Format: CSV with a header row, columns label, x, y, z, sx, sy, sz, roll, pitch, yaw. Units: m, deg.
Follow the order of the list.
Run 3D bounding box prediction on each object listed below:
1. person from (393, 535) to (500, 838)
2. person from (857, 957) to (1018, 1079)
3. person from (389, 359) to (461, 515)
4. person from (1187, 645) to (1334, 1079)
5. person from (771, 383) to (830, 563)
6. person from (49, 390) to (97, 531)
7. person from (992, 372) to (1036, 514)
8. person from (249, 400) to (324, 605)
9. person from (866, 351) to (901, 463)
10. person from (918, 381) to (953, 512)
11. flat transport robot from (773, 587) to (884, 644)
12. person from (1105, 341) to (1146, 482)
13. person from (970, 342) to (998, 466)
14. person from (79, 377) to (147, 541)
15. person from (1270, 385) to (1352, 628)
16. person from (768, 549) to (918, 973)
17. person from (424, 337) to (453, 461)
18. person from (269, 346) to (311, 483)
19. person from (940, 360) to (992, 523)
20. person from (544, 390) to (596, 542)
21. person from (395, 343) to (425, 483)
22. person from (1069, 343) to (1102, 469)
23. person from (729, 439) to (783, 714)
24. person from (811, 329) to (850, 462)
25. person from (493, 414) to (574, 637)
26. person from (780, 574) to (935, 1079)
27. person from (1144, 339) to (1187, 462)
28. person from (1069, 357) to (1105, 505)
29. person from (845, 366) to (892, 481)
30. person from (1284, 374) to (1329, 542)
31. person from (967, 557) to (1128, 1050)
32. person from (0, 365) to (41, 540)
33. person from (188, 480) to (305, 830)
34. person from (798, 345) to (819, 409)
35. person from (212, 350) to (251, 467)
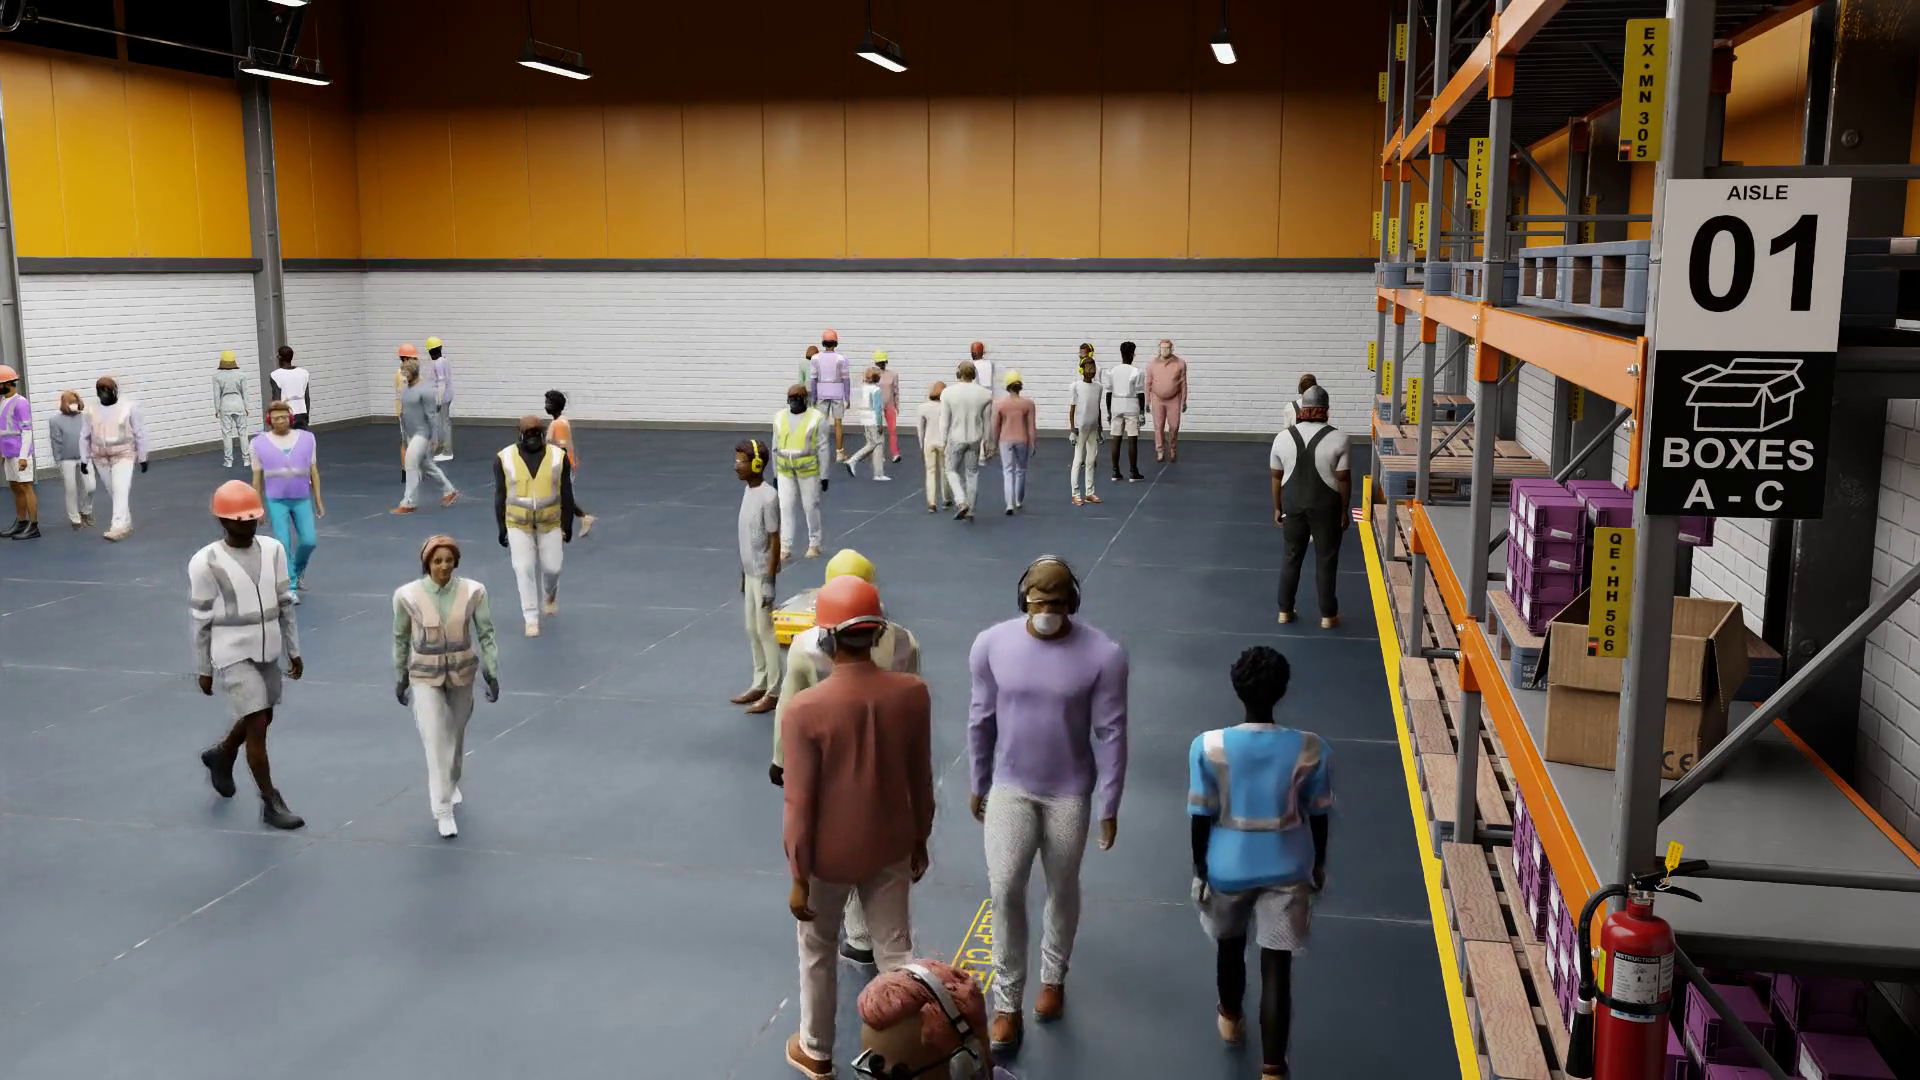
label,x,y,z,sx,sy,sz,roll,pitch,yaw
person,-2.803,0.747,9.078,0.527,1.587,0.886,-5,11,-27
person,0.057,1.611,2.983,0.687,1.879,0.649,6,11,32
person,-6.582,-1.279,20.398,0.631,1.897,0.987,9,13,43
person,1.099,1.207,6.116,0.536,1.654,0.888,1,9,6
person,-1.651,-0.693,17.066,0.639,1.841,0.557,3,10,16
person,-10.045,-0.897,18.898,0.506,1.623,0.354,-9,13,-42
person,0.663,-1.191,20.353,0.526,1.720,0.919,0,9,0
person,-6.033,-0.346,14.918,0.597,1.829,0.525,-6,11,-34
person,-1.139,-2.003,25.235,0.533,1.711,0.894,-3,10,-16
person,-0.265,-1.154,20.478,0.503,1.601,0.740,1,9,6
flat transport robot,-1.141,0.620,13.800,0.652,0.197,1.431,2,10,13
person,2.323,-1.796,23.255,0.602,1.967,0.370,6,11,32
person,0.262,-2.057,25.119,0.622,1.866,0.486,-7,12,-35
person,-9.403,-0.908,18.450,0.652,1.789,0.979,0,9,-3
person,2.979,-0.296,13.998,0.681,2.000,0.535,6,11,31
person,-0.536,0.925,7.365,0.610,1.786,0.895,-5,10,-26
person,-8.040,-2.178,25.708,0.387,1.916,0.585,-2,10,-11
person,-9.183,-1.693,22.856,0.398,1.896,0.589,6,11,32
person,0.062,-1.147,19.477,0.648,1.920,0.442,-3,10,-15
person,-4.292,-0.793,18.072,0.468,1.686,0.541,-3,10,-19
person,-7.648,-1.763,23.149,0.372,1.935,0.551,-2,10,-12
person,1.885,-1.991,24.742,0.548,1.866,0.314,8,12,40
person,-1.377,0.242,11.273,0.314,1.868,0.534,-5,11,-26
person,-1.978,-2.211,25.516,0.615,2.047,0.360,1,10,8
person,-3.515,-0.141,13.737,0.635,1.824,0.605,-3,10,-18
person,-0.327,1.094,5.891,0.632,1.959,0.971,-6,11,-31
person,3.139,-2.126,25.457,0.669,1.896,0.530,1,10,8
person,1.612,-1.380,21.043,0.521,1.871,0.325,-6,11,-32
person,-1.265,-1.614,23.198,0.568,1.625,0.519,-5,10,-25
person,3.788,-0.894,18.190,0.507,1.846,0.345,5,11,29
person,0.316,1.021,6.444,0.651,1.906,0.824,2,10,10
person,-10.446,-0.962,18.350,0.542,1.928,0.374,7,12,38
person,-3.950,0.596,9.082,0.888,1.904,0.552,6,11,32
person,-2.541,-2.543,28.762,0.507,1.631,0.273,1,10,8
person,-10.931,-1.968,24.965,0.483,1.745,0.301,-5,11,-27
